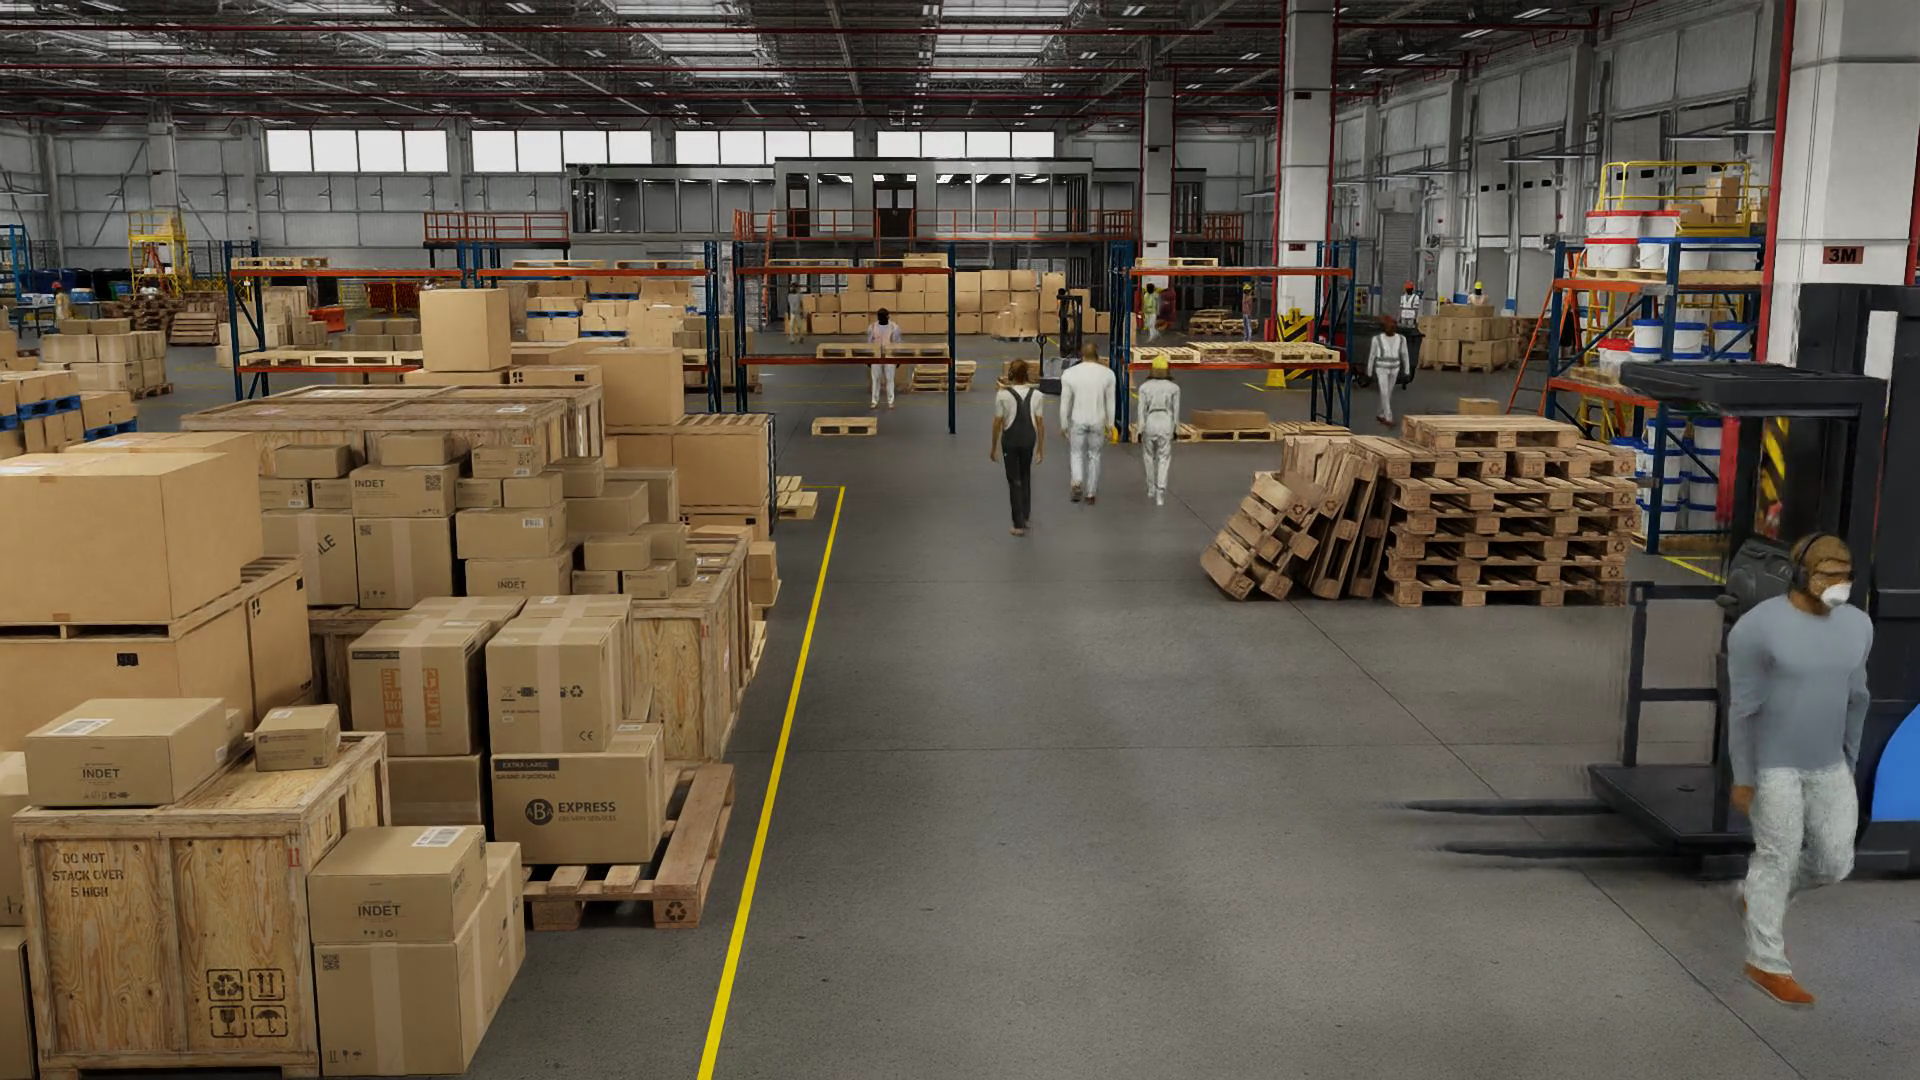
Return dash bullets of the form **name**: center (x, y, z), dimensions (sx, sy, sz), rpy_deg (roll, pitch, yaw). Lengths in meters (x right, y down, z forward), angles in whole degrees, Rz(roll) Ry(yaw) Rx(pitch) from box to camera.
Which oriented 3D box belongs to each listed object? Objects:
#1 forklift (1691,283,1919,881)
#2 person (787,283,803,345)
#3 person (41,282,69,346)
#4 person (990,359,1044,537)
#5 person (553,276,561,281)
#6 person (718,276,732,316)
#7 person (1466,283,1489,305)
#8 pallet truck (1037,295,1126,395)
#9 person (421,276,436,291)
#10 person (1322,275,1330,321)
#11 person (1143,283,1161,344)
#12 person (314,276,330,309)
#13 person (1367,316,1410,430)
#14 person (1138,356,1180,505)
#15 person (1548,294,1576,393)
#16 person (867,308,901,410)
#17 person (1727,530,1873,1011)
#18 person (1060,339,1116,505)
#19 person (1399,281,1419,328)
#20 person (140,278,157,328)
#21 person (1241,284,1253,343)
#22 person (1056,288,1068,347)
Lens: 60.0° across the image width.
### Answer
- **forklift**: center (4.411, 0.147, 8.163), dimensions (1.873, 2.768, 1.129), rpy_deg (0, 10, -2)
- **person**: center (-4.857, -6.699, 49.235), dimensions (0.516, 1.837, 0.873), rpy_deg (1, 10, 7)
- **person**: center (-25.348, -6.284, 46.728), dimensions (0.916, 1.897, 0.552), rpy_deg (-1, 10, -5)
- **person**: center (0.573, -0.967, 17.328), dimensions (0.514, 1.820, 0.728), rpy_deg (-3, 11, -18)
- **person**: center (-14.497, -8.683, 60.014), dimensions (0.585, 1.925, 0.373), rpy_deg (7, 12, 33)
- **person**: center (-7.911, -8.015, 56.334), dimensions (0.702, 1.913, 0.641), rpy_deg (-6, 12, -32)
- **person**: center (14.532, -6.288, 46.789), dimensions (0.602, 1.877, 0.959), rpy_deg (5, 11, 24)
- **pallet truck**: center (2.483, -3.881, 33.060), dimensions (1.885, 1.965, 0.823), rpy_deg (-7, 13, -36)
- **person**: center (-17.100, -7.573, 53.510), dimensions (0.698, 2.000, 0.923), rpy_deg (2, 10, 13)
- **person**: center (12.585, -8.175, 57.093), dimensions (0.962, 1.950, 0.647), rpy_deg (4, 11, 22)
- **person**: center (5.754, -6.761, 49.607), dimensions (0.630, 1.827, 0.639), rpy_deg (-8, 13, -39)
- **person**: center (-24.845, -9.439, 64.727), dimensions (0.550, 1.745, 0.557), rpy_deg (-4, 11, -23)
- **person**: center (7.010, -2.746, 27.219), dimensions (0.628, 1.835, 1.022), rpy_deg (-2, 10, -9)
- **person**: center (2.328, -1.296, 19.479), dimensions (0.487, 1.697, 0.891), rpy_deg (1, 10, 8)
- **person**: center (12.163, -3.957, 33.540), dimensions (0.621, 1.984, 0.412), rpy_deg (-2, 10, -12)
- **person**: center (-1.384, -3.280, 30.150), dimensions (0.624, 1.845, 0.430), rpy_deg (1, 10, 7)
- **person**: center (3.326, 0.898, 6.666), dimensions (0.628, 1.925, 0.490), rpy_deg (-2, 10, -12)
- **person**: center (1.471, -1.347, 19.144), dimensions (0.641, 1.924, 0.419), rpy_deg (0, 10, 1)
- **person**: center (12.399, -6.178, 46.011), dimensions (0.545, 1.942, 0.349), rpy_deg (9, 14, 42)
- **person**: center (-26.212, -7.507, 53.635), dimensions (0.606, 1.859, 0.774), rpy_deg (0, 10, 1)
- **person**: center (8.553, -6.743, 49.640), dimensions (0.298, 1.772, 0.533), rpy_deg (-3, 11, -17)
- **person**: center (2.950, -6.405, 47.957), dimensions (0.322, 1.696, 0.536), rpy_deg (4, 11, 23)
